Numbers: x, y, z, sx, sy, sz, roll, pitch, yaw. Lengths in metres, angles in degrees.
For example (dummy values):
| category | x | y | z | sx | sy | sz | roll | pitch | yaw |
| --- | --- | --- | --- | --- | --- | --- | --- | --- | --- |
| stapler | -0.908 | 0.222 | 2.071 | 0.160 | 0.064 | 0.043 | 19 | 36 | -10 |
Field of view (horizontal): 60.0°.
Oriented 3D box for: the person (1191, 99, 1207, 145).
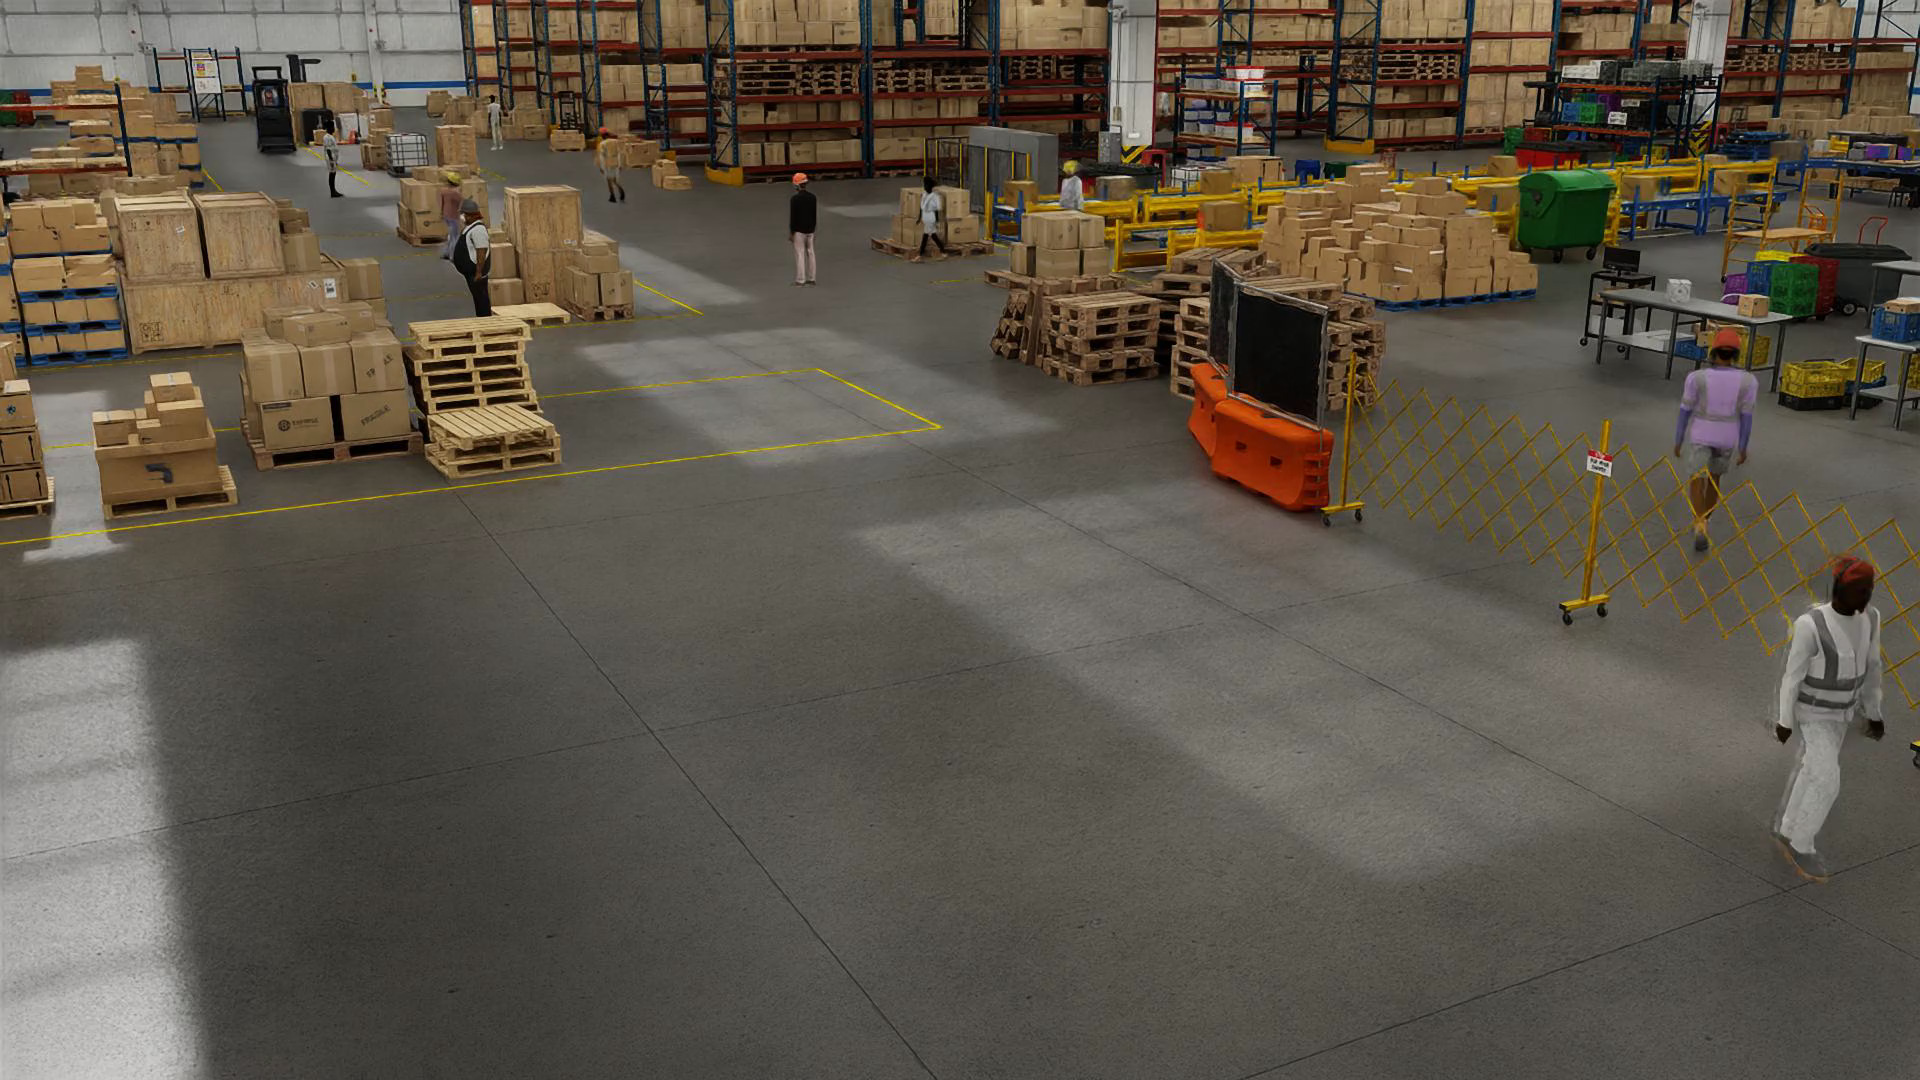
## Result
| category | x | y | z | sx | sy | sz | roll | pitch | yaw |
| --- | --- | --- | --- | --- | --- | --- | --- | --- | --- |
| person | 8.459 | -14.857 | 58.713 | 0.640 | 1.923 | 0.670 | 0 | 18 | -1 |

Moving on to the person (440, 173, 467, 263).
| category | x | y | z | sx | sy | sz | roll | pitch | yaw |
| --- | --- | --- | --- | --- | --- | --- | --- | --- | --- |
| person | -9.774 | -6.207 | 32.064 | 0.600 | 1.721 | 0.379 | 12 | 21 | 33 |

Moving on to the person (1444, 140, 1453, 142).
| category | x | y | z | sx | sy | sz | roll | pitch | yaw |
| --- | --- | --- | --- | --- | --- | --- | --- | --- | --- |
| person | 17.891 | -15.353 | 60.708 | 0.498 | 1.633 | 0.280 | -17 | 24 | -42 |

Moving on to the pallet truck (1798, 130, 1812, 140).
| category | x | y | z | sx | sy | sz | roll | pitch | yaw |
| --- | --- | --- | --- | --- | --- | --- | --- | --- | --- |
| pallet truck | 25.526 | -11.556 | 49.408 | 1.630 | 1.274 | 0.653 | -9 | 20 | -26 |

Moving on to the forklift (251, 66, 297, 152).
| category | x | y | z | sx | sy | sz | roll | pitch | yaw |
| --- | --- | --- | --- | --- | --- | --- | --- | --- | --- |
| forklift | -23.496 | -14.721 | 56.728 | 1.129 | 2.768 | 1.873 | -9 | 20 | -26 |

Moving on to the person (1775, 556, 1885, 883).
| category | x | y | z | sx | sy | sz | roll | pitch | yaw |
| --- | --- | --- | --- | --- | --- | --- | --- | --- | --- |
| person | 4.944 | 1.004 | 9.340 | 0.590 | 1.867 | 0.624 | -9 | 20 | -26 |

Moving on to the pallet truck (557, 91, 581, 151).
| category | x | y | z | sx | sy | sz | roll | pitch | yaw |
| --- | --- | --- | --- | --- | --- | --- | --- | --- | --- |
| pallet truck | -13.495 | -14.412 | 57.188 | 0.823 | 1.965 | 1.885 | -3 | 18 | -9 |

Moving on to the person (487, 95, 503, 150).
| category | x | y | z | sx | sy | sz | roll | pitch | yaw |
| --- | --- | --- | --- | --- | --- | --- | --- | --- | --- |
| person | -16.067 | -14.415 | 57.414 | 0.329 | 1.865 | 0.511 | 16 | 24 | 41 |

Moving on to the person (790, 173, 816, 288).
| category | x | y | z | sx | sy | sz | roll | pitch | yaw |
| --- | --- | --- | --- | --- | --- | --- | --- | --- | --- |
| person | -2.773 | -5.455 | 29.276 | 0.395 | 1.989 | 0.619 | 13 | 22 | 35 |

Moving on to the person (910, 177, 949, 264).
| category | x | y | z | sx | sy | sz | roll | pitch | yaw |
| --- | --- | --- | --- | --- | --- | --- | --- | --- | --- |
| person | -0.568 | -6.162 | 32.010 | 0.873 | 1.654 | 0.531 | -8 | 19 | -23 |

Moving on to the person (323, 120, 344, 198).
| category | x | y | z | sx | sy | sz | roll | pitch | yaw |
| --- | --- | --- | --- | --- | --- | --- | --- | --- | --- |
| person | -16.250 | -9.857 | 43.037 | 0.367 | 1.967 | 0.601 | -4 | 18 | -13 |

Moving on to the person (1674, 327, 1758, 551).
| category | x | y | z | sx | sy | sz | roll | pitch | yaw |
| --- | --- | --- | --- | --- | --- | --- | --- | --- | --- |
| person | 6.839 | -0.911 | 15.091 | 0.614 | 2.017 | 0.921 | 4 | 18 | 14 |

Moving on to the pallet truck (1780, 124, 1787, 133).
| category | x | y | z | sx | sy | sz | roll | pitch | yaw |
| --- | --- | --- | --- | --- | --- | --- | --- | --- | --- |
| pallet truck | 25.206 | -12.542 | 52.601 | 1.601 | 1.201 | 0.680 | 0 | 18 | -2 |

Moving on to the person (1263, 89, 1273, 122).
| category | x | y | z | sx | sy | sz | roll | pitch | yaw |
| --- | --- | --- | --- | --- | --- | --- | --- | --- | --- |
| person | 12.364 | -17.247 | 66.632 | 0.379 | 1.628 | 0.521 | -8 | 20 | -24 |

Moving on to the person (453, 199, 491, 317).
| category | x | y | z | sx | sy | sz | roll | pitch | yaw |
| --- | --- | --- | --- | --- | --- | --- | --- | --- | --- |
| person | -7.295 | -4.076 | 24.896 | 0.537 | 2.000 | 0.683 | -8 | 20 | -24 |

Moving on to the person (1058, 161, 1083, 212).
| category | x | y | z | sx | sy | sz | roll | pitch | yaw |
| --- | --- | --- | --- | --- | --- | --- | --- | --- | --- |
| person | 2.121 | -6.676 | 33.387 | 0.903 | 1.792 | 0.623 | -9 | 20 | -26 |

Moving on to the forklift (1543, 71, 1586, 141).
| category | x | y | z | sx | sy | sz | roll | pitch | yaw |
| --- | --- | --- | --- | --- | --- | --- | --- | --- | --- |
| forklift | 18.685 | -13.231 | 52.085 | 1.873 | 2.768 | 1.129 | -9 | 20 | -26 |

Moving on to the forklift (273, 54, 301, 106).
| category | x | y | z | sx | sy | sz | roll | pitch | yaw |
| --- | --- | --- | --- | --- | --- | --- | --- | --- | --- |
| forklift | -28.179 | -19.172 | 70.605 | 1.873 | 2.768 | 1.129 | -9 | 20 | -26 |

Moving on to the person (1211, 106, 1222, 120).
| category | x | y | z | sx | sy | sz | roll | pitch | yaw |
| --- | --- | --- | --- | --- | --- | --- | --- | --- | --- |
| person | 8.383 | -13.345 | 54.374 | 0.536 | 1.676 | 0.606 | -8 | 19 | -23 |

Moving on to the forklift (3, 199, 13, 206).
| category | x | y | z | sx | sy | sz | roll | pitch | yaw |
| --- | --- | --- | --- | --- | --- | --- | --- | --- | --- |
| forklift | -24.498 | -9.585 | 40.717 | 1.873 | 2.768 | 1.129 | -9 | 20 | -26 |

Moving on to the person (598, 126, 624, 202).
| category | x | y | z | sx | sy | sz | roll | pitch | yaw |
| --- | --- | --- | --- | --- | --- | --- | --- | --- | --- |
| person | -8.791 | -9.444 | 41.847 | 0.582 | 1.901 | 0.556 | -16 | 24 | -41 |

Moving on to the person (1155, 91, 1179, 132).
| category | x | y | z | sx | sy | sz | roll | pitch | yaw |
| --- | --- | --- | --- | --- | --- | --- | --- | --- | --- |
| person | 8.185 | -17.082 | 65.695 | 1.003 | 1.878 | 0.557 | 1 | 18 | 4 |

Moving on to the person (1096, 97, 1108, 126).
| category | x | y | z | sx | sy | sz | roll | pitch | yaw |
| --- | --- | --- | --- | --- | --- | --- | --- | --- | --- |
| person | 5.605 | -16.836 | 65.295 | 0.540 | 1.658 | 0.855 | 0 | 18 | -1 |
